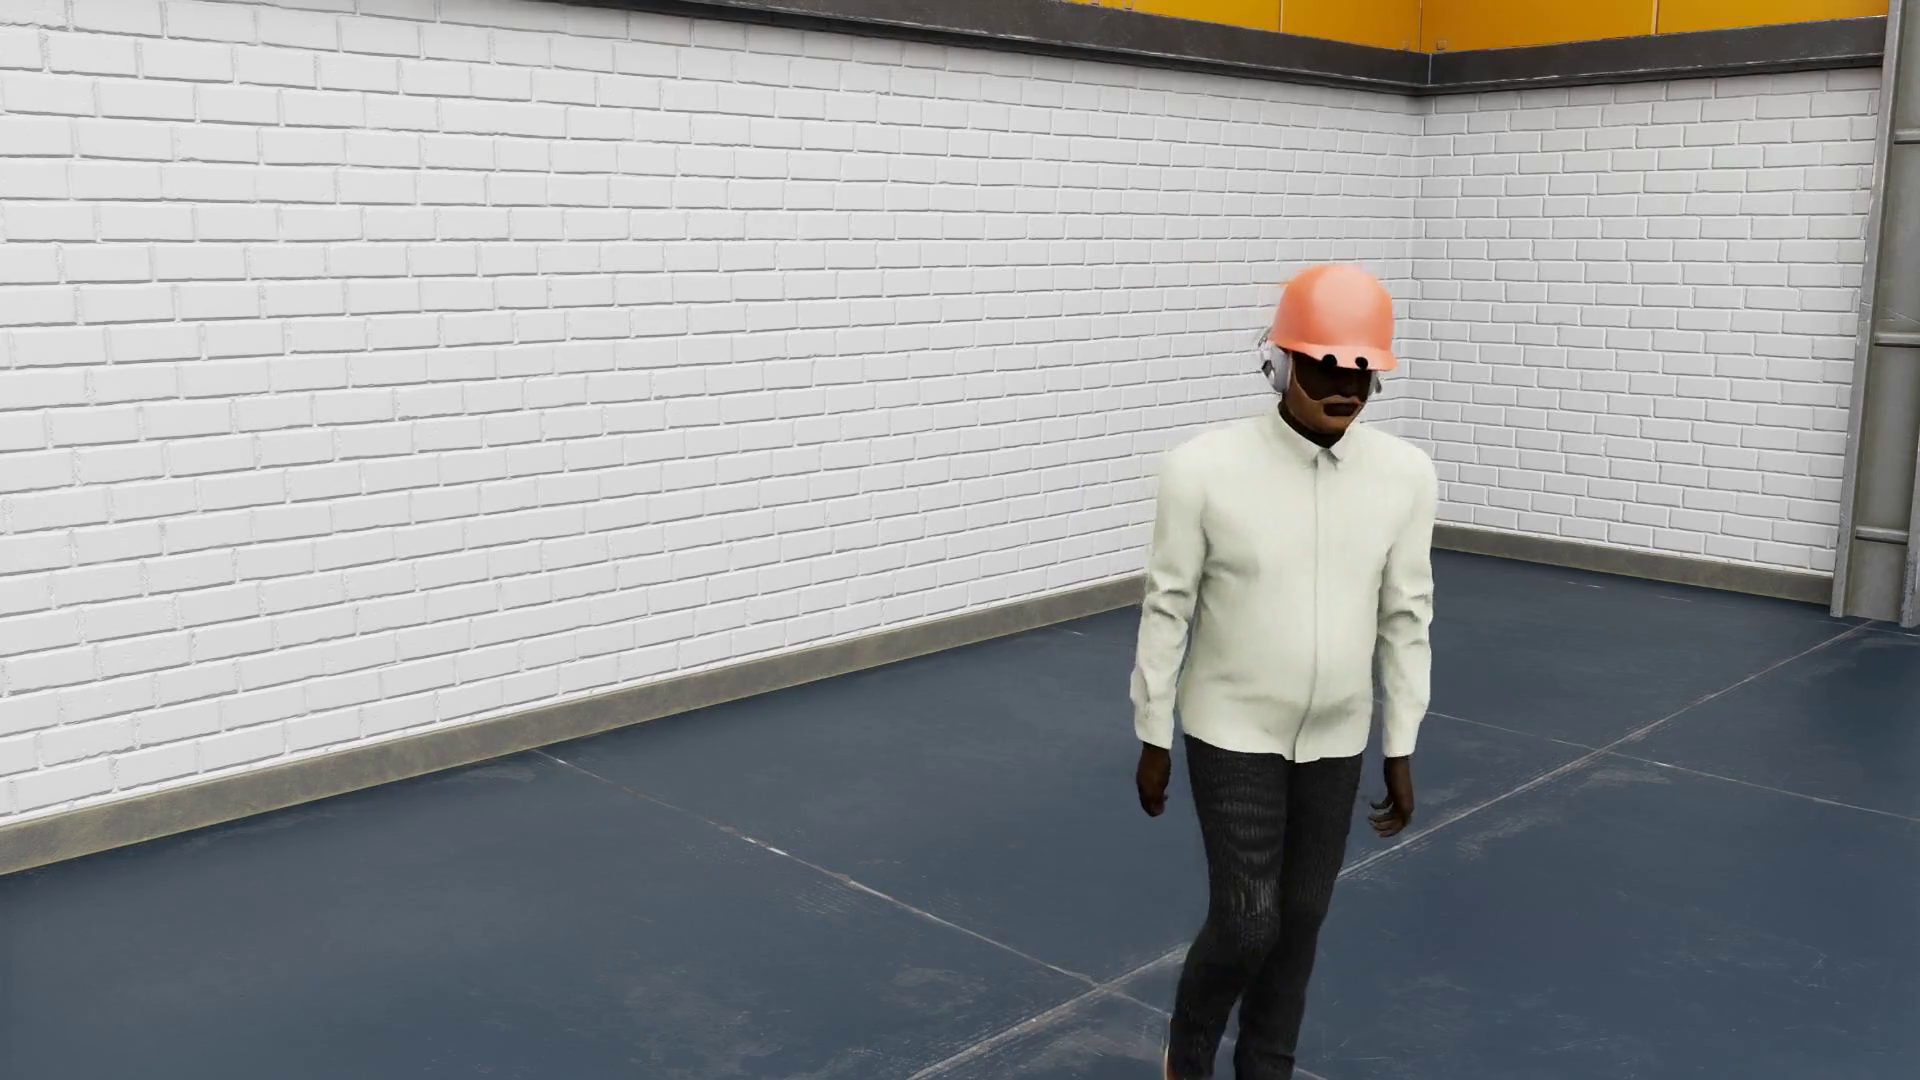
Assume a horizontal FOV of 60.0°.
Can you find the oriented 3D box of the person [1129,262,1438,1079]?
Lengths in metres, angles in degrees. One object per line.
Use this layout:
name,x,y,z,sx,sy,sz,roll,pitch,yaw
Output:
person,0.688,0.415,3.468,0.611,1.967,0.473,-3,11,-15
